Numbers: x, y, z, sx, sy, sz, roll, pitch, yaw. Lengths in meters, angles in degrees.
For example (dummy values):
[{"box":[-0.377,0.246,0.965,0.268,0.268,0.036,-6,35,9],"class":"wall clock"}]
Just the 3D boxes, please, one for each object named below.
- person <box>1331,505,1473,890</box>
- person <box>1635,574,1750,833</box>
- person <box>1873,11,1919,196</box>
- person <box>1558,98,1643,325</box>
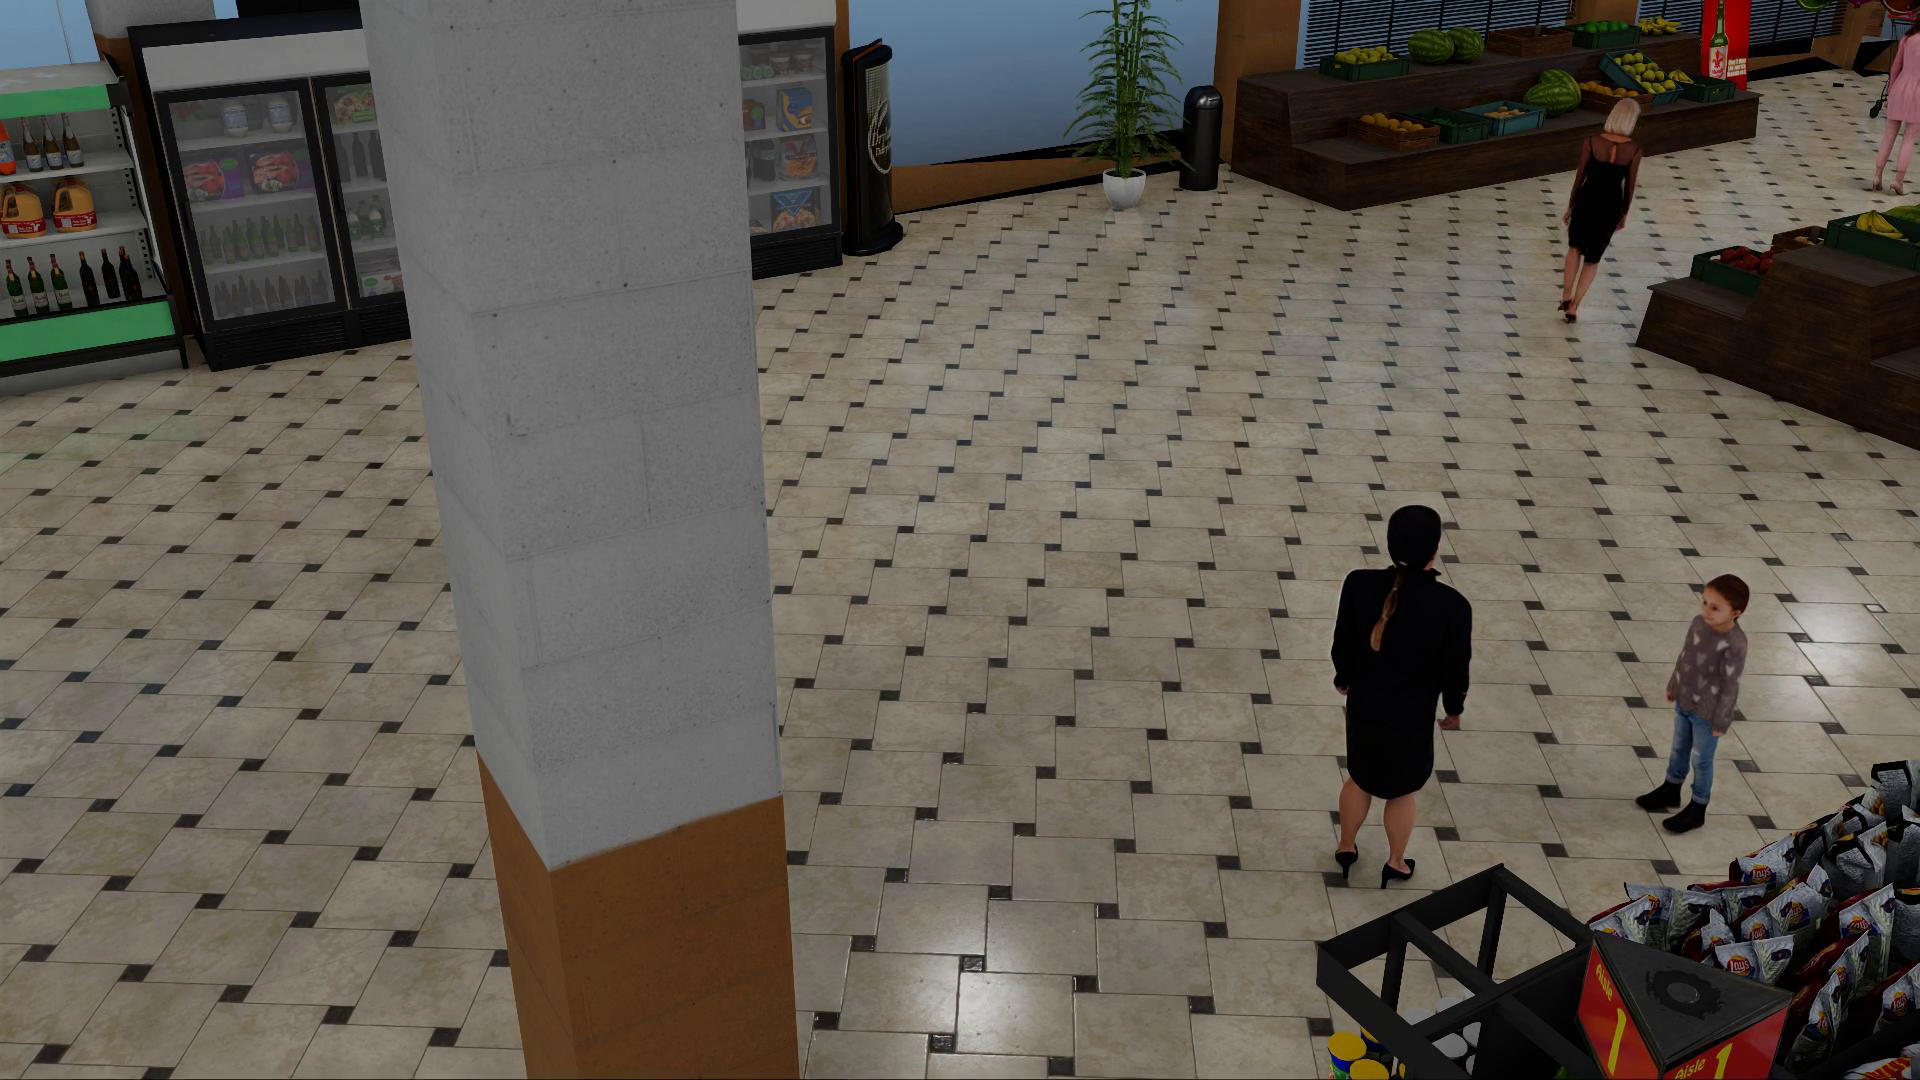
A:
[{"box":[1.701,0.644,6.547,0.798,1.675,0.807,15,30,26],"class":"person"},{"box":[3.140,0.672,7.024,0.530,1.193,0.527,-6,28,-12],"class":"person"},{"box":[9.149,-4.245,16.047,0.532,1.801,0.618,-17,31,-30],"class":"person"},{"box":[4.810,-2.439,12.578,0.757,1.718,0.799,10,29,19],"class":"person"}]
